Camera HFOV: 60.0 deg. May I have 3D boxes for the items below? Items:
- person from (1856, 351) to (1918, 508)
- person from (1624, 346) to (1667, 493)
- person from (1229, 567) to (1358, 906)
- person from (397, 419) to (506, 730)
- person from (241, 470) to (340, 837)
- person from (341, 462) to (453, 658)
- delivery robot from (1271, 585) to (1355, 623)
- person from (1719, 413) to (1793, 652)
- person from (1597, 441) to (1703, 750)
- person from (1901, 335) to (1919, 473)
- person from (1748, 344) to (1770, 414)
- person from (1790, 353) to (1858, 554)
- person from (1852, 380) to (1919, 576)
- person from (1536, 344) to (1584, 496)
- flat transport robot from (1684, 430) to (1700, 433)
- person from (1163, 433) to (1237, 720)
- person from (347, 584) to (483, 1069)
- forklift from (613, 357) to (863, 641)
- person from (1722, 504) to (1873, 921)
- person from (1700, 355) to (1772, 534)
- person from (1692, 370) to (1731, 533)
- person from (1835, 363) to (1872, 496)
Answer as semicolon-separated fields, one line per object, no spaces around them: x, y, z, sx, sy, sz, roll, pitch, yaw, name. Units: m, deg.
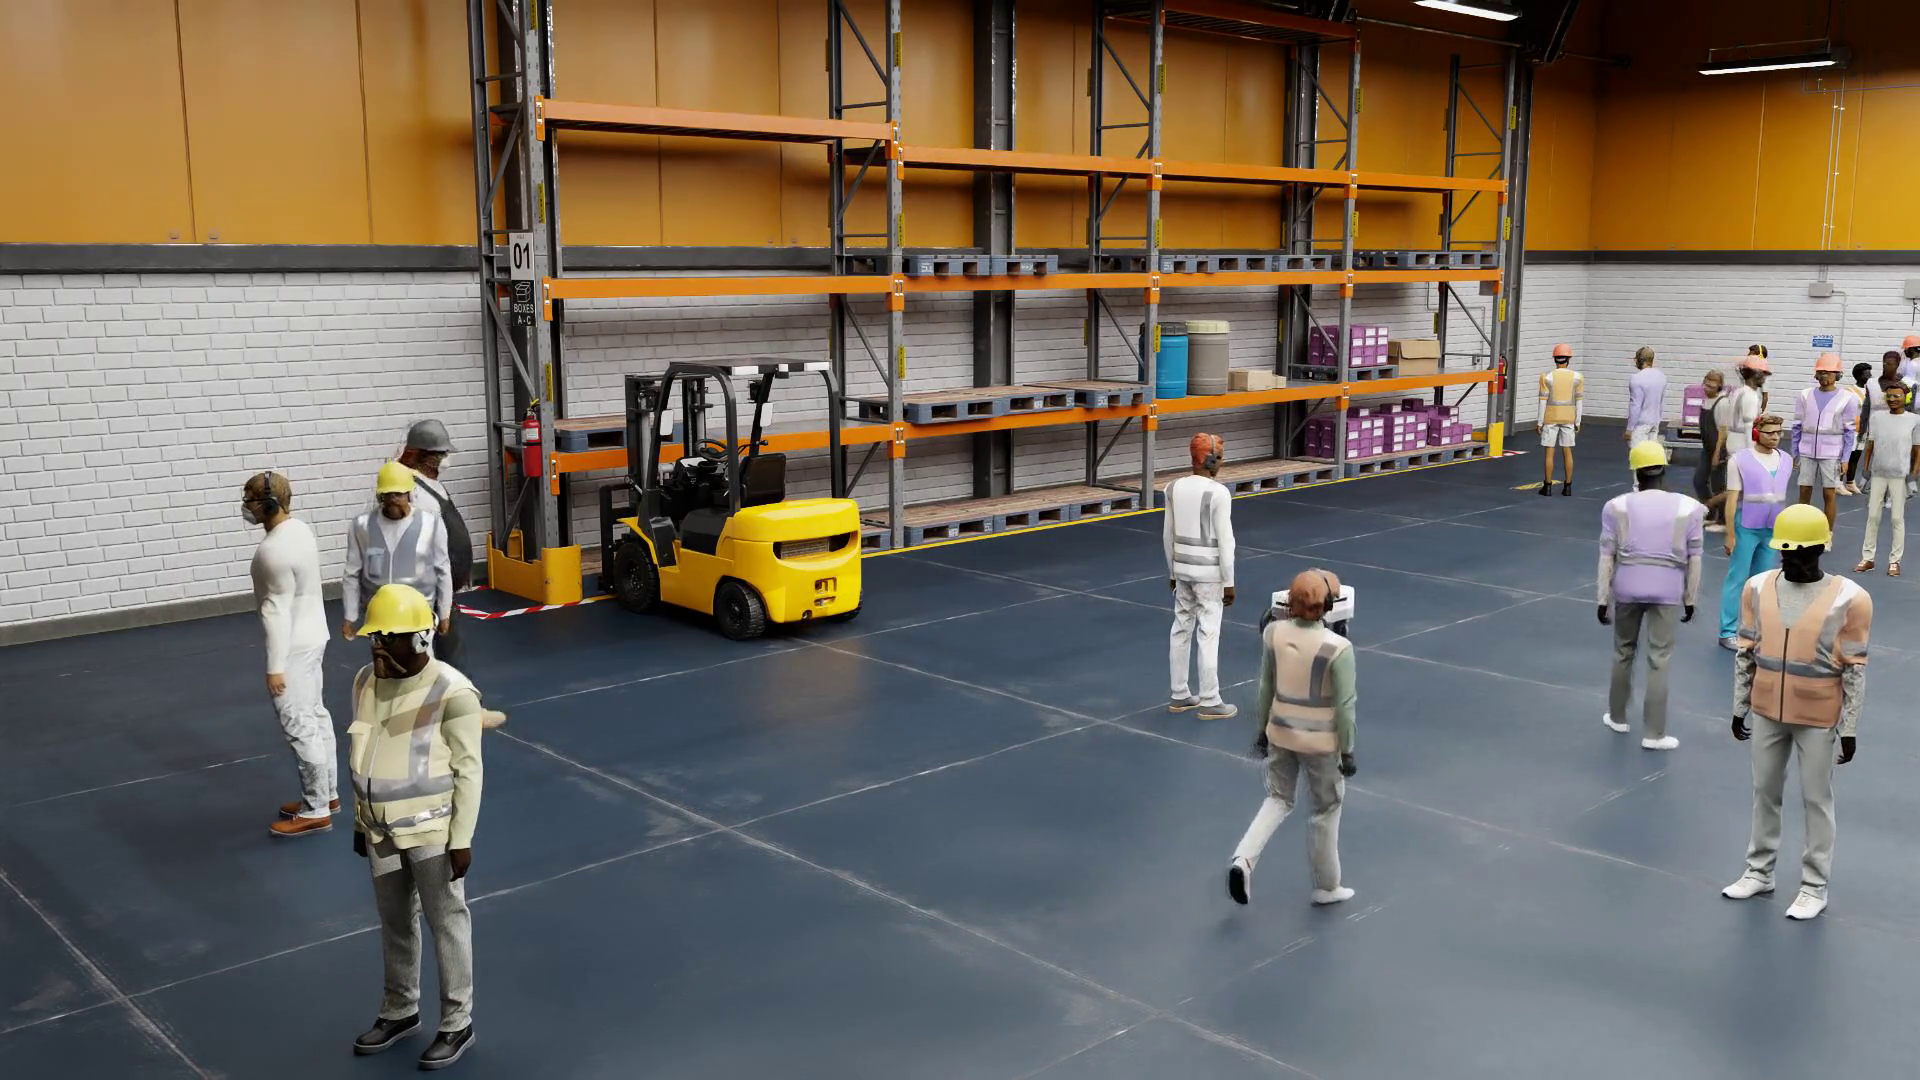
11.124;-1.320;19.986;0.447;1.907;0.585;-6;11;-30;person
8.360;-1.395;20.347;0.635;1.936;0.354;-7;12;-34;person
1.567;0.933;7.652;0.647;1.623;0.534;-8;13;-40;person
-3.305;0.210;10.651;0.872;2.000;0.700;-2;10;-13;person
-3.528;0.591;8.766;0.377;1.931;0.628;-2;10;-11;person
-3.391;0.441;9.976;0.612;1.804;0.701;-1;10;-6;person
2.778;0.492;13.071;0.707;0.478;0.477;-8;13;-39;delivery robot
6.129;-0.066;12.837;0.572;1.843;0.373;-3;10;-18;person
4.295;0.339;10.389;0.608;1.888;0.667;4;11;23;person
13.353;-1.914;23.394;0.542;1.936;0.364;-8;13;-40;person
10.521;-1.653;22.055;0.327;1.872;0.516;1;10;6;person
8.823;-0.888;17.057;0.608;2.048;0.365;10;14;44;person
8.860;-0.594;15.859;0.513;1.872;0.328;9;13;44;person
7.584;-1.516;21.082;0.550;1.927;0.379;1;10;6;person
12.039;-1.608;26.470;0.652;0.197;1.431;-6;11;-30;flat transport robot
1.586;0.236;10.948;0.354;1.886;0.573;-8;12;-38;person
-2.068;1.064;6.259;0.590;1.833;0.404;4;11;24;person
-1.847;-0.414;13.852;1.214;2.155;2.313;-9;13;-42;forklift
3.838;0.782;7.666;0.388;1.919;0.586;-8;12;-38;person
8.232;-0.960;17.633;0.816;1.998;0.618;4;10;20;person
8.273;-0.960;18.181;0.523;1.804;0.525;-1;10;-5;person
11.359;-1.400;21.083;0.540;1.695;0.317;-6;11;-30;person
